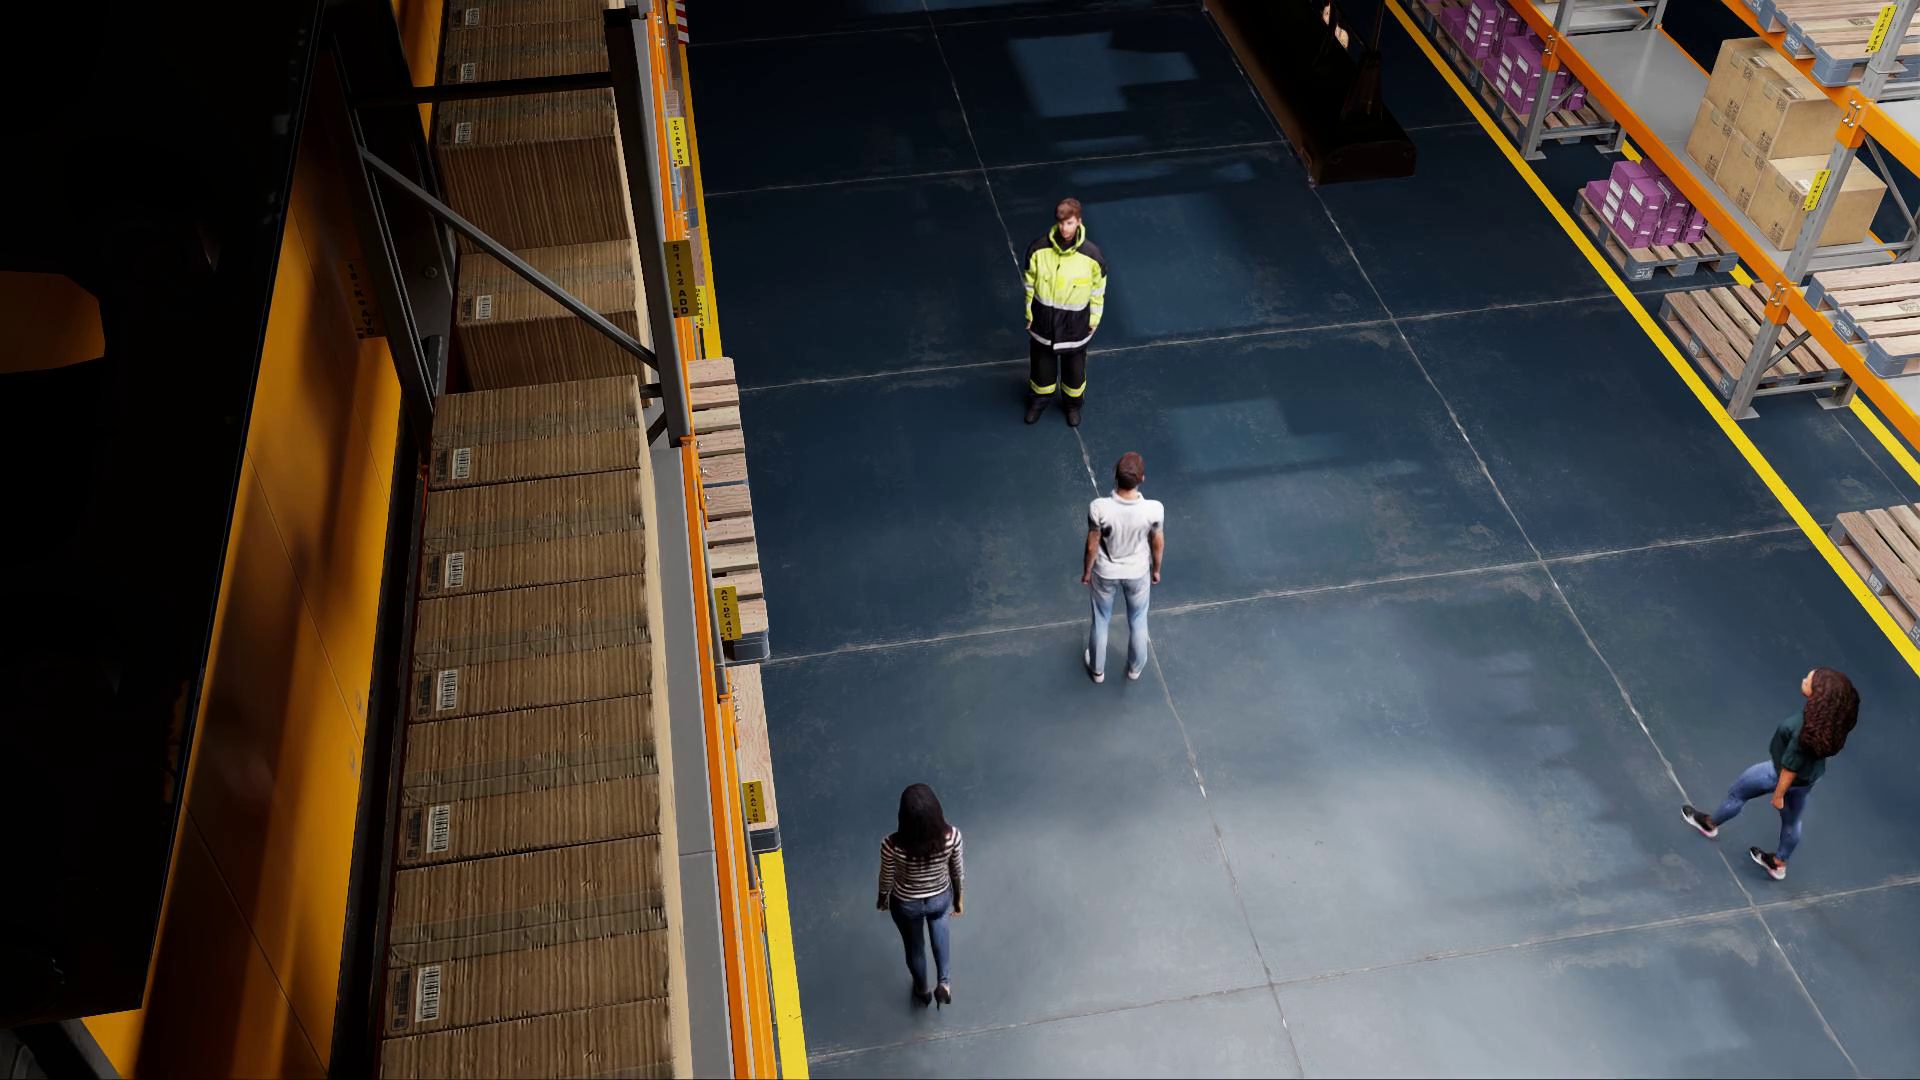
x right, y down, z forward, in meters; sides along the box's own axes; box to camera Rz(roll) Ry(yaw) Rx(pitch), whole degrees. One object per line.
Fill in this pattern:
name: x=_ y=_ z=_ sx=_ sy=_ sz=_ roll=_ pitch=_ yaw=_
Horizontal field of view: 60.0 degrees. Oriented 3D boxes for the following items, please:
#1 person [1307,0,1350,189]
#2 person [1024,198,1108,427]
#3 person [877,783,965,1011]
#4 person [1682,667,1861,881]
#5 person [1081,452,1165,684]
person: x=3.320 y=-4.225 z=15.433 sx=0.694 sy=1.680 sz=1.156 roll=-1 pitch=44 yaw=-1
person: x=0.784 y=-1.733 z=12.598 sx=0.849 sy=1.982 sz=0.789 roll=7 pitch=44 yaw=7
person: x=-0.189 y=2.001 z=8.821 sx=0.634 sy=1.785 sz=0.668 roll=-11 pitch=45 yaw=-12
person: x=4.871 y=1.395 z=9.598 sx=0.805 sy=1.591 sz=0.988 roll=-22 pitch=48 yaw=-22
person: x=1.031 y=0.200 z=10.665 sx=0.694 sy=1.850 sz=0.596 roll=0 pitch=44 yaw=0
